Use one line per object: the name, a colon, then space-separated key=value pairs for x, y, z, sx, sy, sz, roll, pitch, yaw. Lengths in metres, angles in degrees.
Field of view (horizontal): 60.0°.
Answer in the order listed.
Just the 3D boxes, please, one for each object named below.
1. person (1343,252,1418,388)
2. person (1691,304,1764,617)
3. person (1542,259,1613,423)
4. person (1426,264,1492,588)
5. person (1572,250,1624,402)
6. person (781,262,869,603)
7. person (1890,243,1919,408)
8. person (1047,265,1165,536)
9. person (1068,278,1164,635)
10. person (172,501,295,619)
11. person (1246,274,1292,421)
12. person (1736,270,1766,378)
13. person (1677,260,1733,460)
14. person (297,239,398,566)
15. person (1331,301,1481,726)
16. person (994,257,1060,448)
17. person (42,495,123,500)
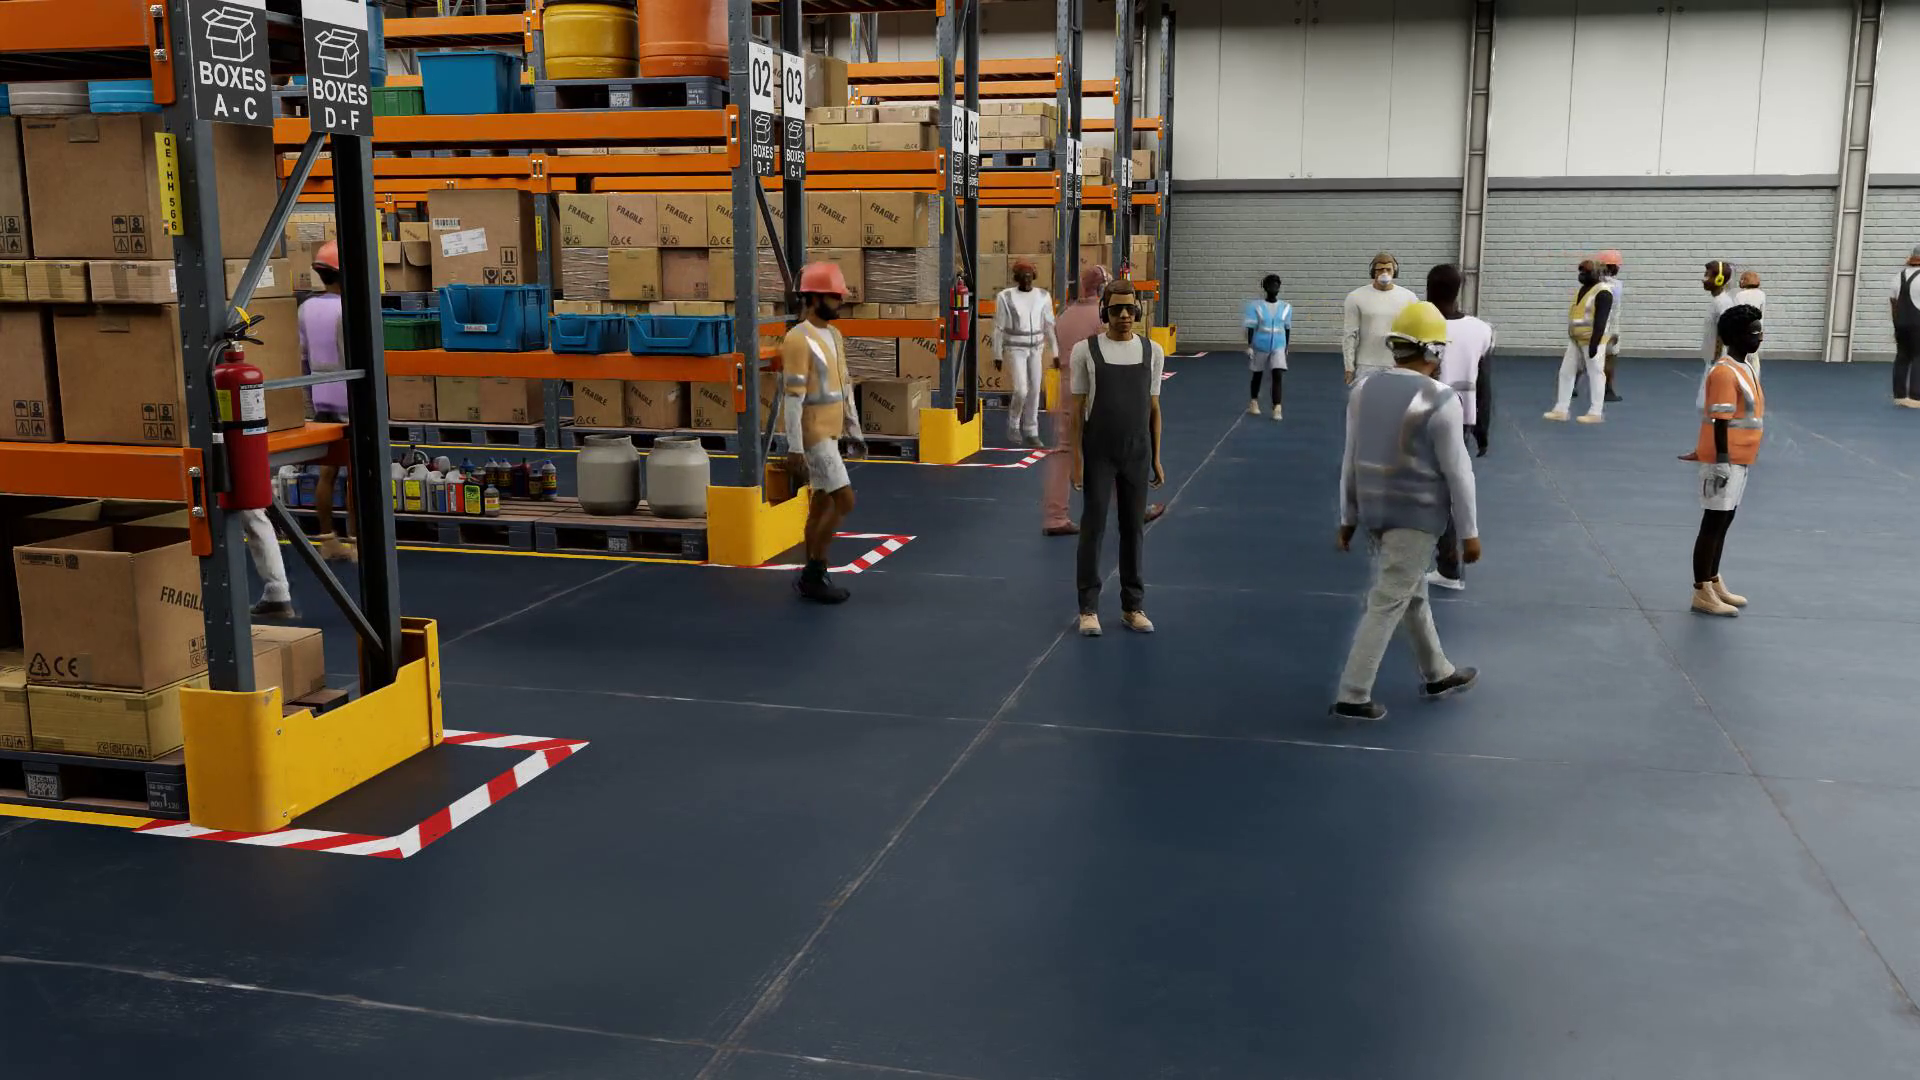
person: x=3.587 y=-1.481 z=14.226 sx=0.629 sy=1.939 sz=0.371 roll=0 pitch=10 yaw=1
person: x=4.218 y=-0.439 z=9.122 sx=0.315 sy=1.696 sz=0.541 roll=7 pitch=12 yaw=34
person: x=6.870 y=-2.198 z=18.520 sx=0.756 sy=1.819 sz=0.654 roll=-2 pitch=10 yaw=-11
person: x=2.796 y=-0.696 z=10.005 sx=0.620 sy=1.885 sz=0.883 roll=-4 pitch=11 yaw=-22
person: x=8.060 y=-2.684 z=20.962 sx=0.717 sy=1.919 sz=0.549 roll=-3 pitch=11 yaw=-16
person: x=-0.726 y=-0.588 z=9.352 sx=0.479 sy=1.921 sz=0.544 roll=2 pitch=11 yaw=13
person: x=11.771 y=-2.646 z=20.397 sx=0.535 sy=2.000 sz=0.687 roll=-2 pitch=10 yaw=-11
person: x=0.989 y=-0.967 z=11.576 sx=0.965 sy=1.856 sz=0.678 roll=-7 pitch=13 yaw=-35
person: x=0.812 y=-0.424 z=8.628 sx=0.512 sy=1.845 sz=0.340 roll=-2 pitch=11 yaw=-13
person: x=-4.067 y=-0.470 z=8.914 sx=0.979 sy=1.829 sz=0.605 roll=2 pitch=10 yaw=11
person: x=3.537 y=-2.225 z=19.131 sx=0.534 sy=1.664 sz=0.856 roll=-1 pitch=10 yaw=-3
person: x=10.695 y=-2.836 z=22.585 sx=0.507 sy=1.631 sz=0.268 roll=-4 pitch=11 yaw=-21
person: x=6.999 y=-1.629 z=15.266 sx=0.567 sy=1.861 sz=0.504 roll=5 pitch=11 yaw=25
person: x=-3.873 y=-0.858 z=10.486 sx=0.608 sy=2.043 sz=0.384 roll=5 pitch=11 yaw=26
person: x=1.935 y=-0.115 z=7.089 sx=0.922 sy=1.781 sz=0.616 roll=-5 pitch=12 yaw=-28
person: x=0.669 y=-1.826 z=16.313 sx=0.643 sy=1.867 sz=0.428 roll=-5 pitch=11 yaw=-25
person: x=-5.382 y=-0.737 z=10.236 sx=0.875 sy=1.885 sz=0.618 roll=4 pitch=11 yaw=20
